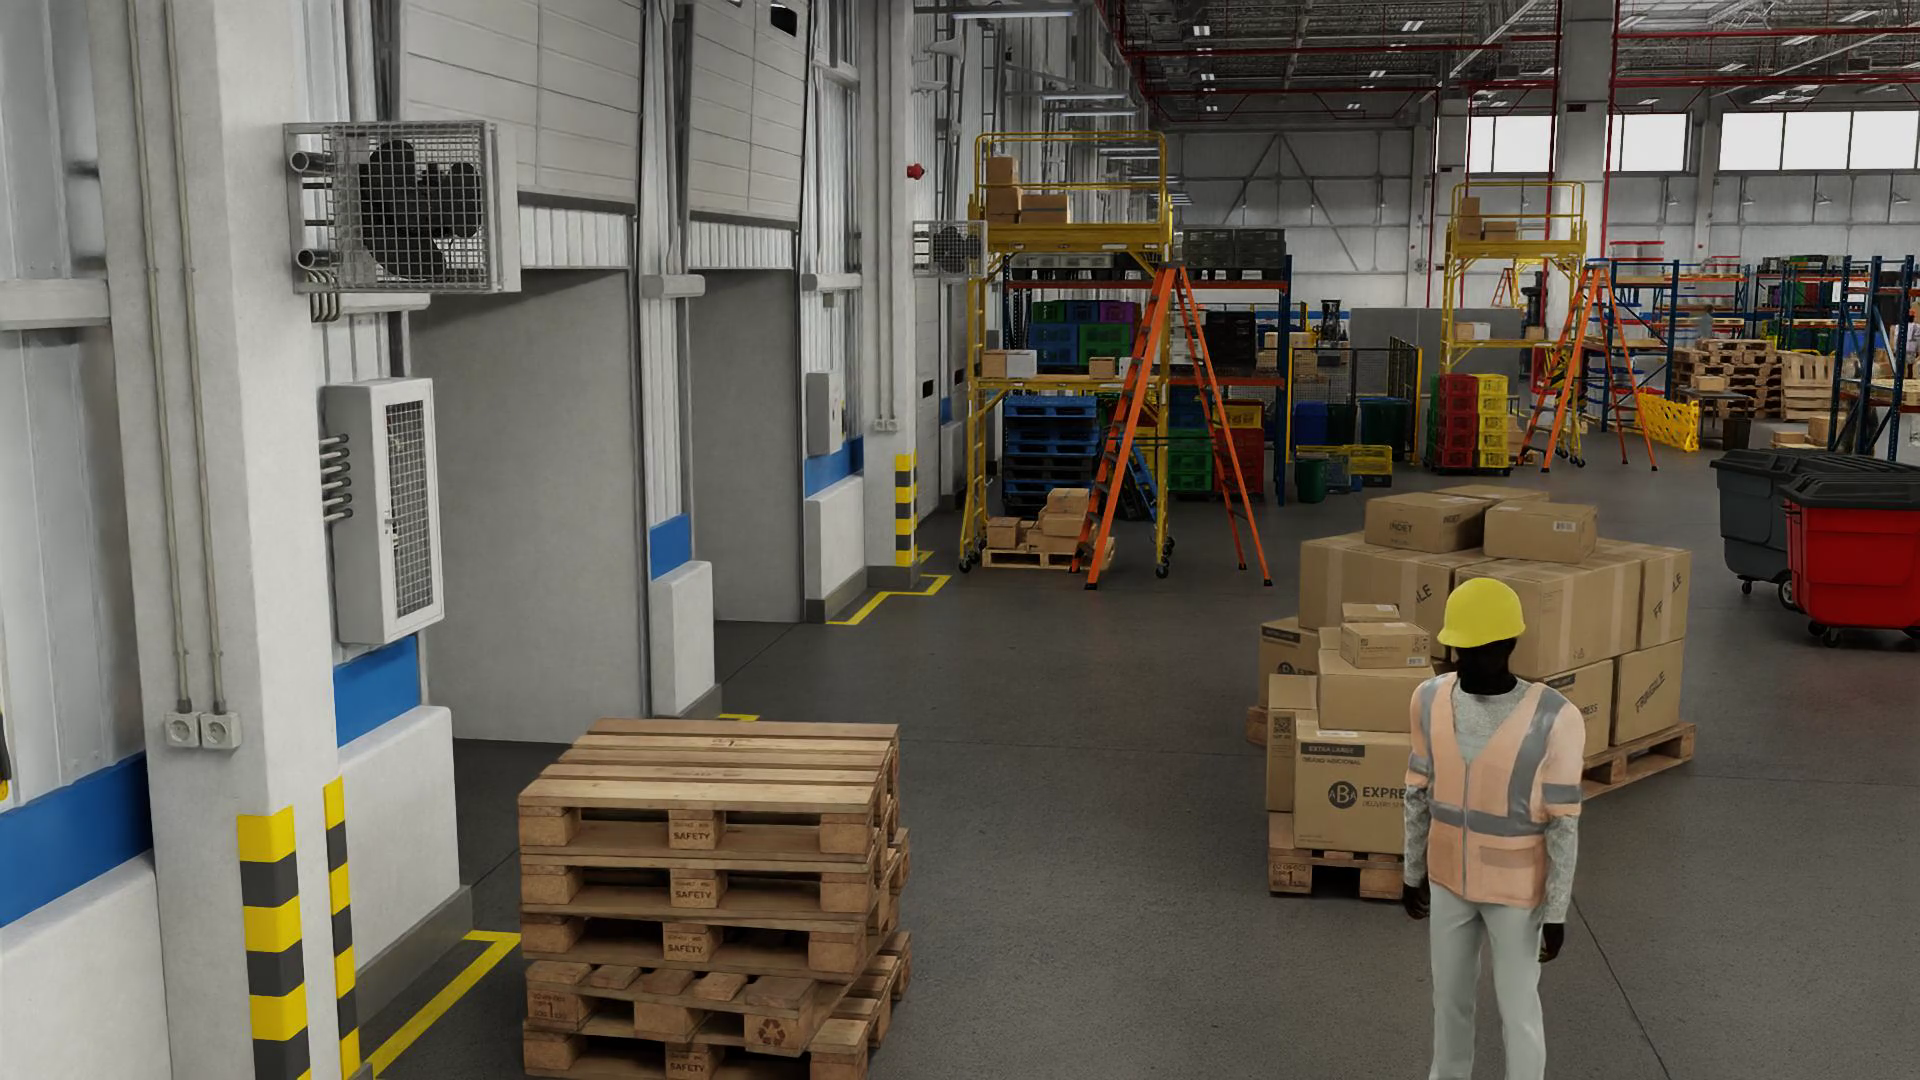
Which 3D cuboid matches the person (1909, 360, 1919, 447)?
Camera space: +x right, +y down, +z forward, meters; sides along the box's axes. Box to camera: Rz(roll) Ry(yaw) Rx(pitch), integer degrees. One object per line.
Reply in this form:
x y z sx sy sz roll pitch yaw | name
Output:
15.638 -2.366 26.874 0.484 1.739 0.320 -4 10 -24 | person

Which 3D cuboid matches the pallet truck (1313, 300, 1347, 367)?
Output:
11.159 -6.200 49.718 0.823 1.965 1.885 4 10 26 | pallet truck

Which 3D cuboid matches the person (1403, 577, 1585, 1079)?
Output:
1.628 1.059 5.204 0.399 1.918 0.587 -9 13 -43 | person

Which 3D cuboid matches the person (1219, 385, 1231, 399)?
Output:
5.598 -3.608 34.864 0.315 1.634 0.517 -3 10 -16 | person

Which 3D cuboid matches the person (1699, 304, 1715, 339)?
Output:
20.864 -5.662 46.644 0.668 1.921 0.637 -1 9 -3 | person

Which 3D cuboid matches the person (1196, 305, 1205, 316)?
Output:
6.401 -5.331 44.583 0.544 1.929 0.386 -8 12 -40 | person

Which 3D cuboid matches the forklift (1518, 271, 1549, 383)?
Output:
14.928 -5.367 41.864 1.129 2.768 1.873 6 11 35 | forklift

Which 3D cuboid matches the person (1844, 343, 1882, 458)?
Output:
13.276 -2.002 24.384 0.737 1.821 0.532 -5 11 -30 | person

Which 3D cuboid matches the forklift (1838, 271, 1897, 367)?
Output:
26.450 -6.326 47.781 1.873 2.768 1.129 2 9 9 | forklift

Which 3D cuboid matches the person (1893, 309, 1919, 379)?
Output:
22.553 -4.530 39.627 0.543 1.932 0.376 8 12 39 | person

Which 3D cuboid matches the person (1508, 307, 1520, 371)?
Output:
15.467 -5.672 46.995 0.599 1.834 0.999 -4 10 -23 | person
